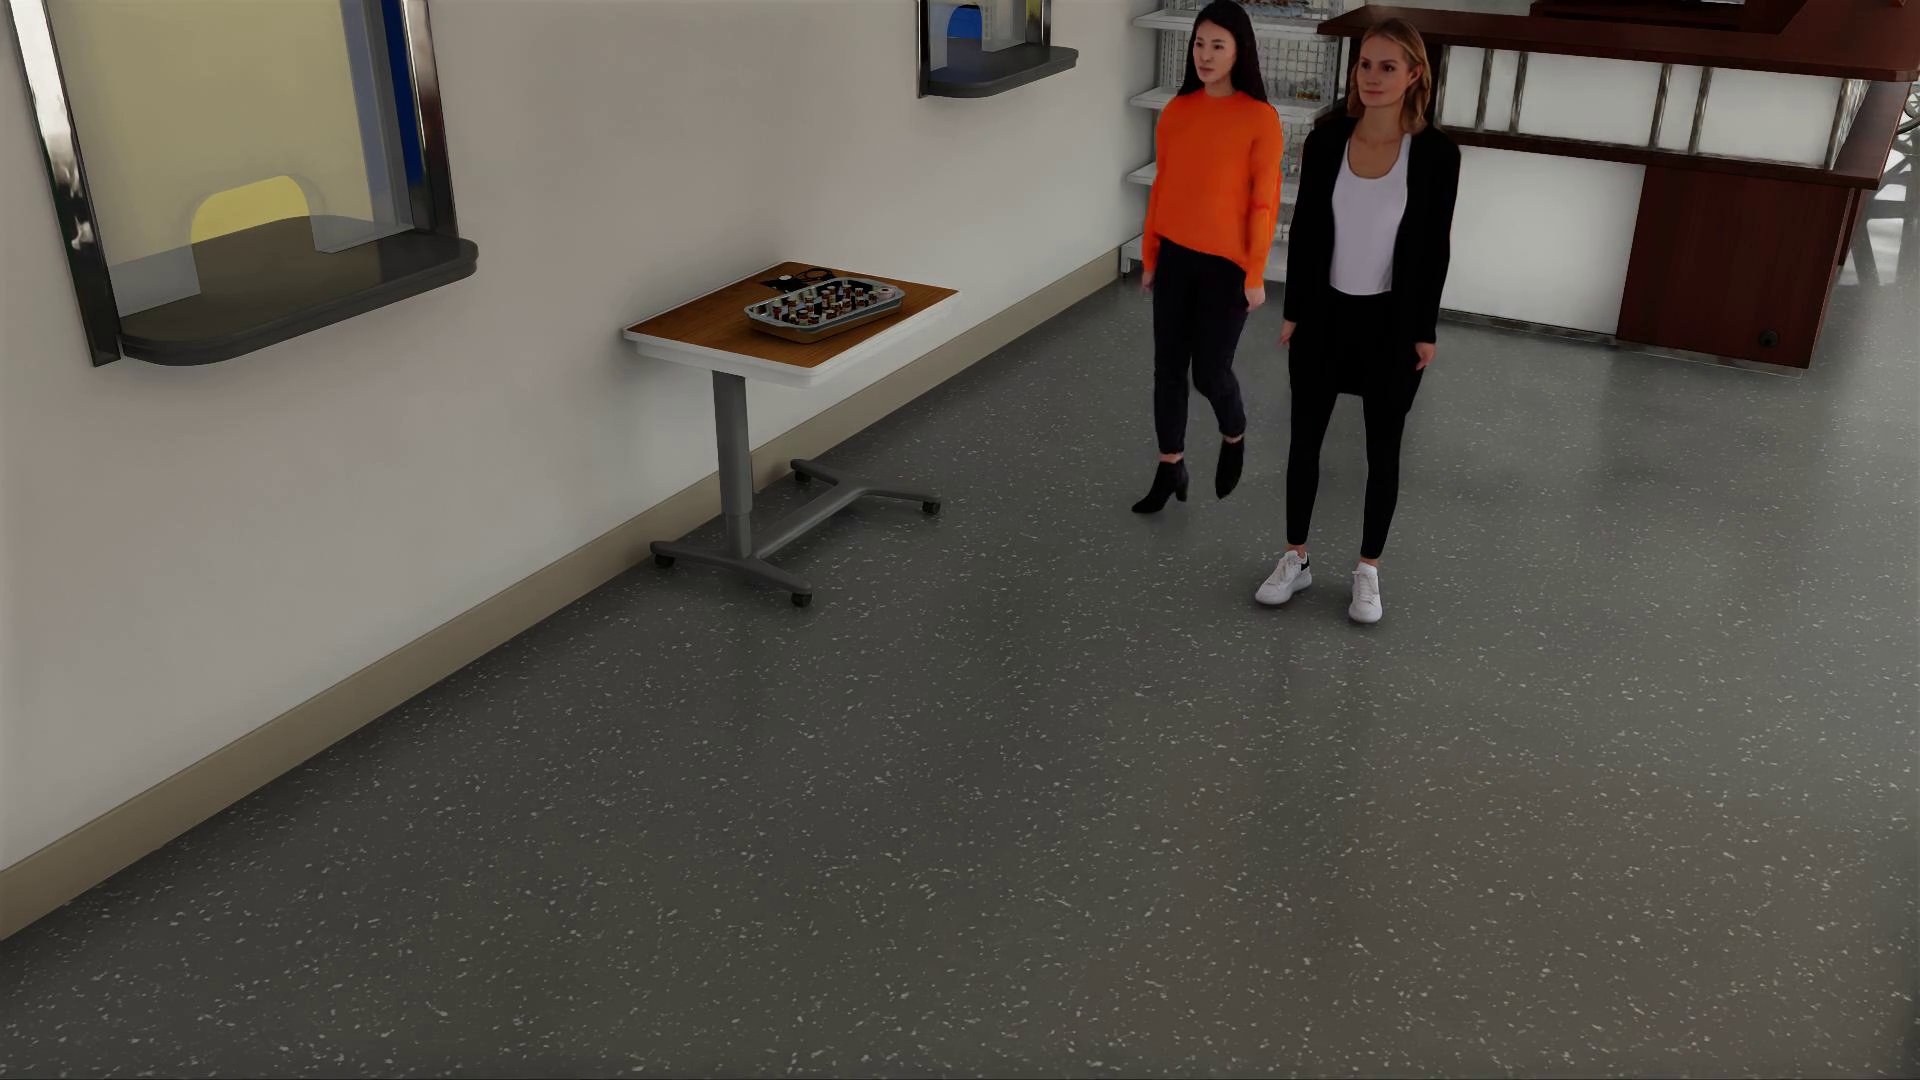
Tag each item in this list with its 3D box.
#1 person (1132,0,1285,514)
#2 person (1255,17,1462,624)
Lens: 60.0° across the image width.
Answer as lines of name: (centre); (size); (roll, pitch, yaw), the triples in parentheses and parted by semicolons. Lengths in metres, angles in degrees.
person: (0.876, -0.914, 5.612); (0.656, 1.738, 0.745); (23, 34, 39)
person: (1.184, -0.613, 4.916); (0.463, 1.801, 0.680); (11, 28, 22)
